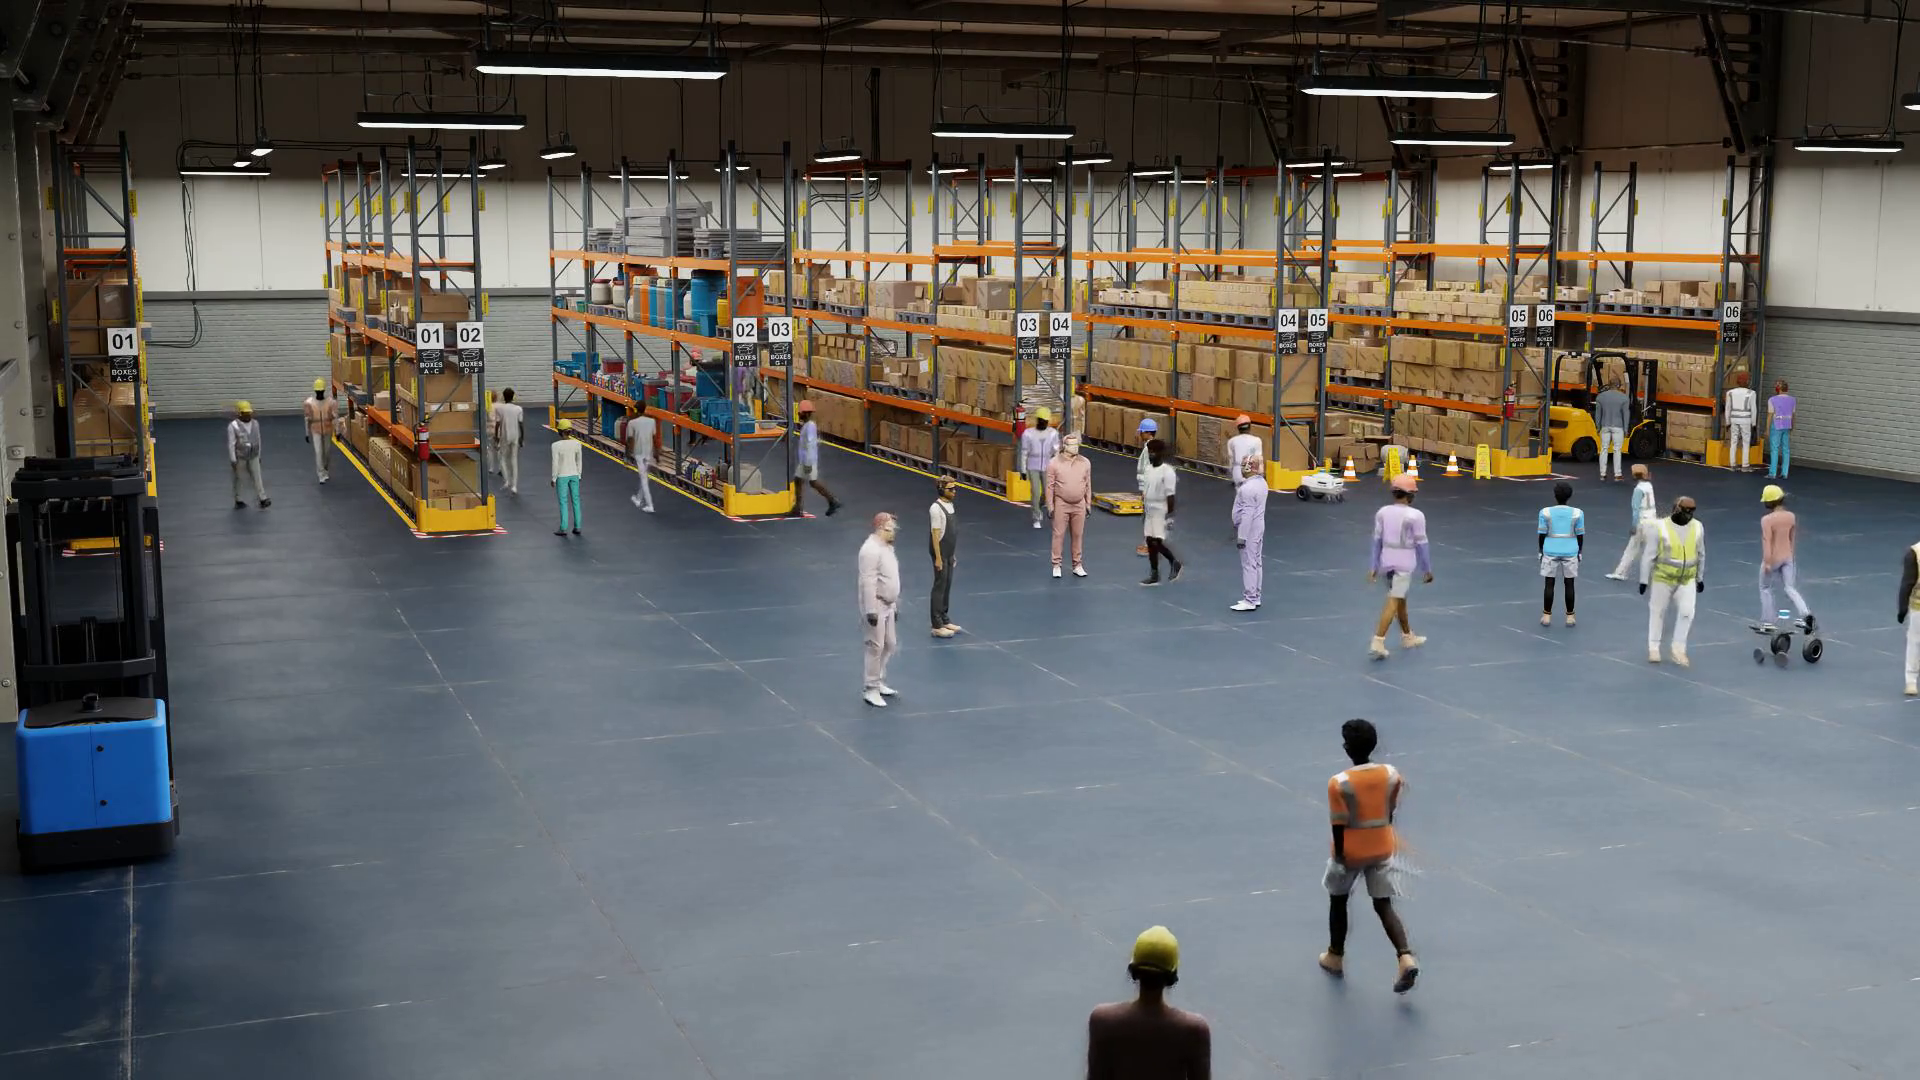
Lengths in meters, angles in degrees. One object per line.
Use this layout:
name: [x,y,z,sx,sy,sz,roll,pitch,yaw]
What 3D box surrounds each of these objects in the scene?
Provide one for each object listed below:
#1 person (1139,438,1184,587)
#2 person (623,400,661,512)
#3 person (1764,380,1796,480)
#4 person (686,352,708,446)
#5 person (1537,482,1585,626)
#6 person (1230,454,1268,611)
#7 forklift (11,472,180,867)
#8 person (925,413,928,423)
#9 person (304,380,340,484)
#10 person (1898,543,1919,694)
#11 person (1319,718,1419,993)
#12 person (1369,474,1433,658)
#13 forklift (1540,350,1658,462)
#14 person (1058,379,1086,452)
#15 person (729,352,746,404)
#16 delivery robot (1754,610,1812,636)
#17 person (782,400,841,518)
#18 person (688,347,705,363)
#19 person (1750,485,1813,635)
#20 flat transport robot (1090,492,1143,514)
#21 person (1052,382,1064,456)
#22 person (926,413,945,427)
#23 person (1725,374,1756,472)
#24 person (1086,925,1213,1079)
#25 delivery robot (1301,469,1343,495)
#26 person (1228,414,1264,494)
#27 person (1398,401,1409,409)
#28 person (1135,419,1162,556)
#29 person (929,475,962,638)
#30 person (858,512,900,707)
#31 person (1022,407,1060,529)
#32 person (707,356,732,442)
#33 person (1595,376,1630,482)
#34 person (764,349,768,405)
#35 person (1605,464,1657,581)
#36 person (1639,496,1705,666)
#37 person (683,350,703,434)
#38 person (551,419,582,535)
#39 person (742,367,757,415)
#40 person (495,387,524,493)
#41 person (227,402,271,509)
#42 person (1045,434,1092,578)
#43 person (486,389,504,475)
person: [2.593,-0.363,27.248,0.471,1.952,0.602,-5,10,-28]
person: [-5.294,-1.395,34.547,0.551,1.815,0.955,-7,11,-37]
person: [15.183,-2.031,38.730,0.563,1.839,0.377,-2,9,-15]
person: [-5.636,-3.012,44.745,0.616,1.990,0.393,-4,10,-27]
person: [7.048,0.159,24.578,0.540,1.700,0.316,2,9,13]
person: [3.523,-0.096,25.592,0.410,1.909,0.642,4,9,23]
forklift: [-6.630,0.886,15.957,1.129,2.768,1.873,-3,9,-21]
person: [-0.934,-3.499,49.236,0.503,1.613,0.344,-1,9,-7]
person: [-11.702,-2.006,38.423,0.602,1.885,0.972,-3,9,-19]
person: [9.676,0.684,20.744,0.740,1.795,0.785,1,9,5]
person: [2.517,1.930,12.879,0.515,1.665,0.786,-3,9,-18]
person: [4.775,0.276,22.870,1.061,1.999,0.610,-6,11,-36]
forklift: [12.897,-2.725,42.309,2.313,2.155,1.214,-3,9,-21]
person: [2.038,-2.064,38.703,0.547,1.919,0.630,-1,9,-9]
person: [-5.134,-3.412,47.694,0.551,1.909,0.828,-3,9,-21]
delivery robot: [8.885,0.874,22.582,0.698,0.223,0.335,-5,10,-29]
person: [-2.385,-1.313,33.721,0.905,1.906,0.552,-3,9,-16]
person: [-6.139,-3.559,48.778,0.567,1.881,1.009,3,9,17]
person: [9.432,0.237,23.985,0.524,1.728,0.766,-4,9,-25]
flat transport robot: [2.675,-0.620,34.658,0.652,0.197,1.431,-3,9,-17]
person: [2.055,-2.598,42.336,0.608,1.884,1.026,-5,10,-29]
person: [-0.475,-2.821,44.502,0.540,1.682,0.447,-3,9,-21]
person: [14.947,-2.232,40.017,0.671,1.870,0.366,8,11,41]
person: [0.805,2.487,8.879,0.542,1.750,0.367,2,9,11]
delivery robot: [6.181,-0.970,35.736,0.477,0.478,0.707,-8,12,-43]
person: [4.257,-0.921,31.155,0.592,1.895,0.477,4,9,26]
person: [10.274,-3.428,48.388,0.483,1.737,0.320,8,12,43]
person: [2.697,-0.761,29.889,0.389,1.948,0.605,1,9,5]
person: [-0.175,0.174,23.995,0.336,1.845,0.513,3,9,18]
person: [-0.803,0.679,20.600,0.438,1.886,0.693,3,9,16]
person: [1.231,-1.145,32.627,0.624,1.900,0.619,-2,9,-12]
person: [-5.216,-3.032,45.288,0.648,1.884,1.064,-4,9,-23]
person: [11.996,-2.048,38.524,0.629,1.933,0.377,6,11,37]
person: [-4.833,-4.065,52.961,0.507,1.631,0.271,6,11,36]
person: [8.977,-0.210,27.415,0.920,1.581,0.524,4,10,27]
person: [7.617,0.437,22.348,0.765,1.804,0.726,-1,9,-5]
person: [-5.981,-3.385,47.645,0.663,1.877,0.821,0,9,-2]
person: [-5.981,-0.959,31.815,0.532,1.768,0.311,-8,12,-43]
person: [-4.979,-3.525,48.764,0.551,1.827,0.982,-3,9,-18]
person: [-7.958,-1.765,36.924,0.551,1.843,0.711,-4,9,-23]
person: [-11.772,-1.392,34.616,0.942,1.783,0.619,8,12,43]
person: [1.464,-0.458,27.990,0.651,1.912,0.409,-3,9,-16]
person: [-8.796,-2.044,39.573,0.509,1.610,0.752,-3,9,-19]
